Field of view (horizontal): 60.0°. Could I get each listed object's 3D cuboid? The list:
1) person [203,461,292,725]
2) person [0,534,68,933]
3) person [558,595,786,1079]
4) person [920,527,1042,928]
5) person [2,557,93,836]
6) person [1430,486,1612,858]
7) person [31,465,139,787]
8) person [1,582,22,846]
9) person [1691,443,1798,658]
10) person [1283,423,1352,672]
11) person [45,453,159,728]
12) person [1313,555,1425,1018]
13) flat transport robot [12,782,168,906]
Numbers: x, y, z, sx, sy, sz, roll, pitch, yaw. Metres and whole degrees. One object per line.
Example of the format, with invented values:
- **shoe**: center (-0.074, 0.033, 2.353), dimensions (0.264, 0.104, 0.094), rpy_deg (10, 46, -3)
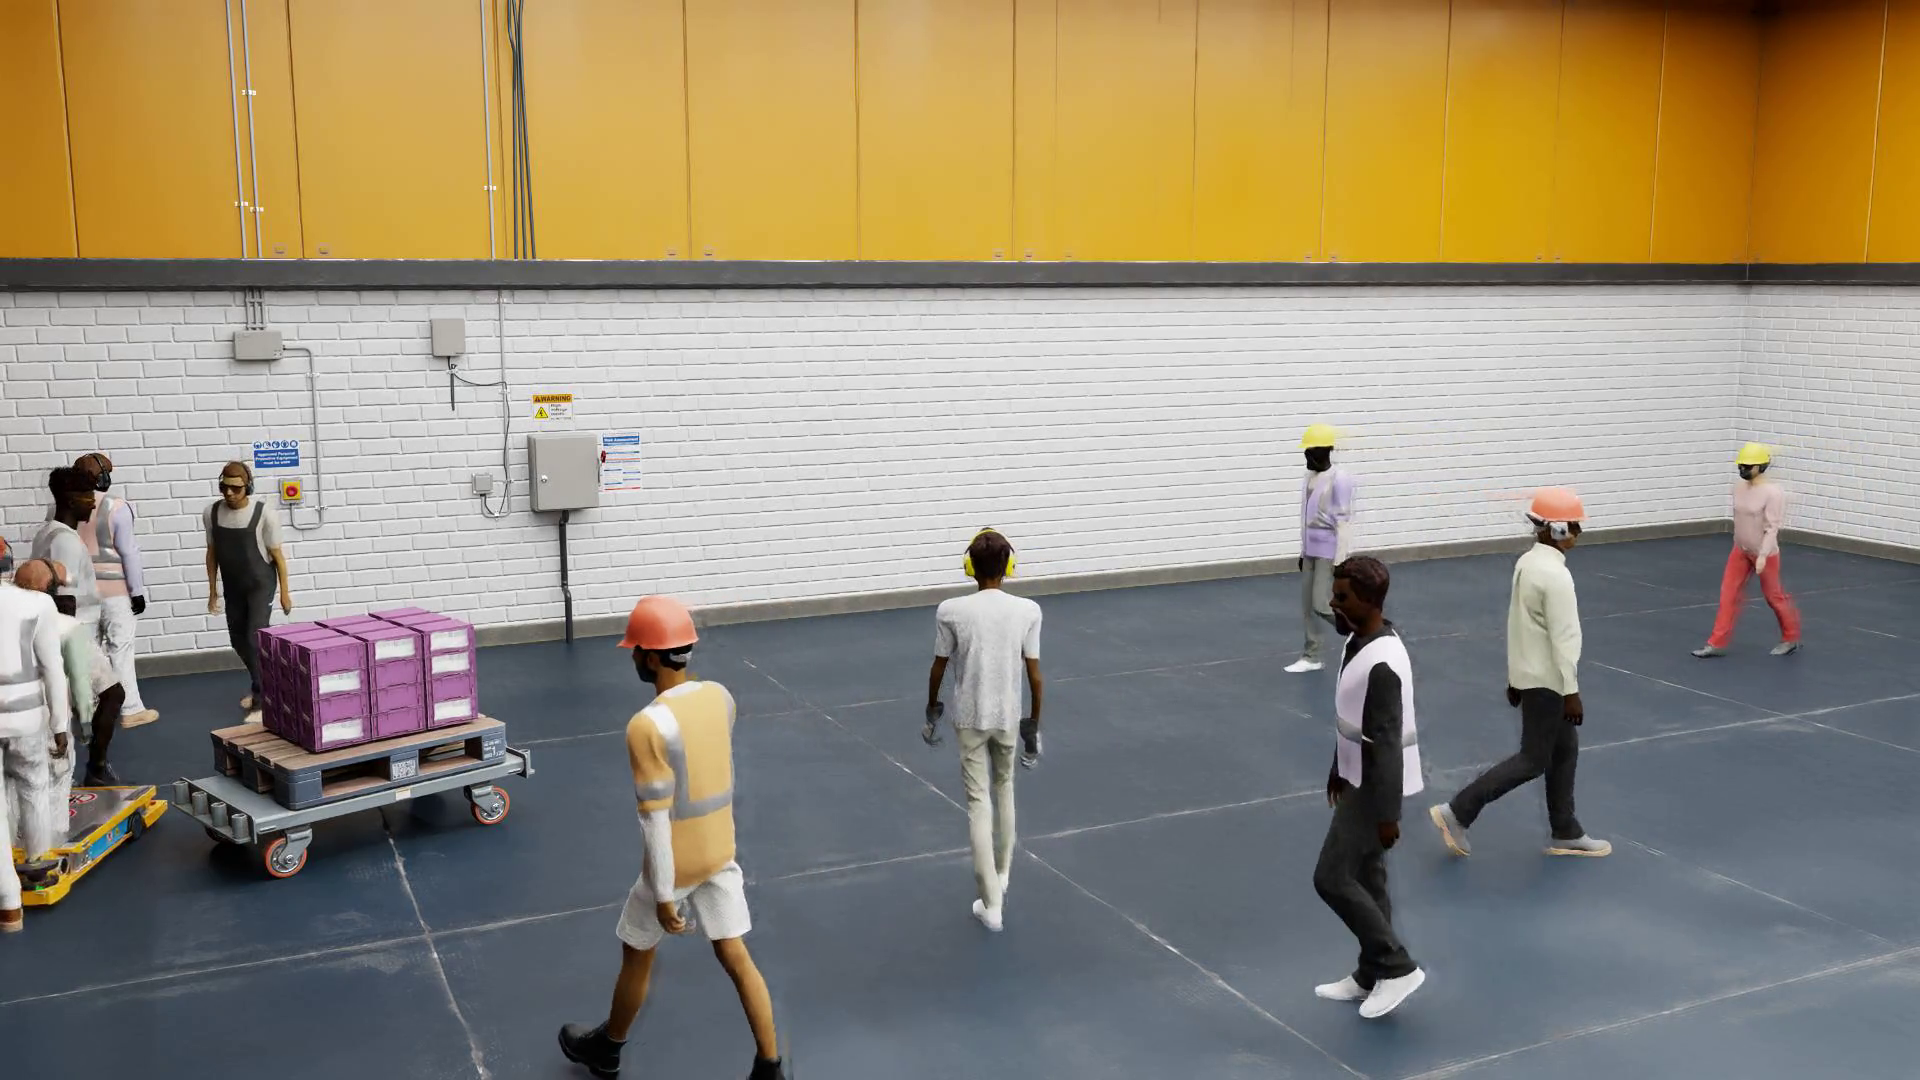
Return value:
- **person**: center (-4.800, 0.329, 11.314), dimensions (0.541, 1.804, 0.713), rpy_deg (1, 9, 5)
- **person**: center (-4.543, 0.850, 7.843), dimensions (0.597, 1.849, 0.842), rpy_deg (-5, 11, -30)
- **person**: center (-1.027, 1.128, 6.066), dimensions (1.032, 1.875, 0.562), rpy_deg (6, 11, 32)
- **person**: center (0.086, 0.850, 7.900), dimensions (0.516, 1.844, 0.788), rpy_deg (-2, 9, -14)
- **person**: center (-4.604, 0.904, 8.255), dimensions (0.557, 1.620, 0.433), rpy_deg (0, 9, 1)
- **person**: center (2.913, 0.695, 8.512), dimensions (0.892, 1.964, 0.617), rpy_deg (1, 9, 8)
- **person**: center (-5.021, 0.543, 9.515), dimensions (0.645, 1.933, 0.635), rpy_deg (-7, 12, -39)
- **person**: center (-4.865, 0.814, 8.214), dimensions (0.668, 1.805, 0.600), rpy_deg (7, 12, 38)
- **person**: center (6.260, 0.087, 13.047), dimensions (0.911, 1.714, 0.524), rpy_deg (-3, 10, -19)
- **person**: center (2.785, 0.069, 12.543), dimensions (0.566, 1.915, 0.589), rpy_deg (-3, 10, -16)
- **person**: center (-5.707, 0.339, 11.084), dimensions (0.621, 1.845, 0.429), rpy_deg (2, 9, 10)
- **person**: center (1.656, 1.003, 6.789), dimensions (0.447, 1.905, 0.607), rpy_deg (2, 9, 10)
- **flat transport robot**: center (-4.685, 1.532, 8.536), dimensions (0.652, 0.197, 1.431), rpy_deg (-1, 9, -4)
